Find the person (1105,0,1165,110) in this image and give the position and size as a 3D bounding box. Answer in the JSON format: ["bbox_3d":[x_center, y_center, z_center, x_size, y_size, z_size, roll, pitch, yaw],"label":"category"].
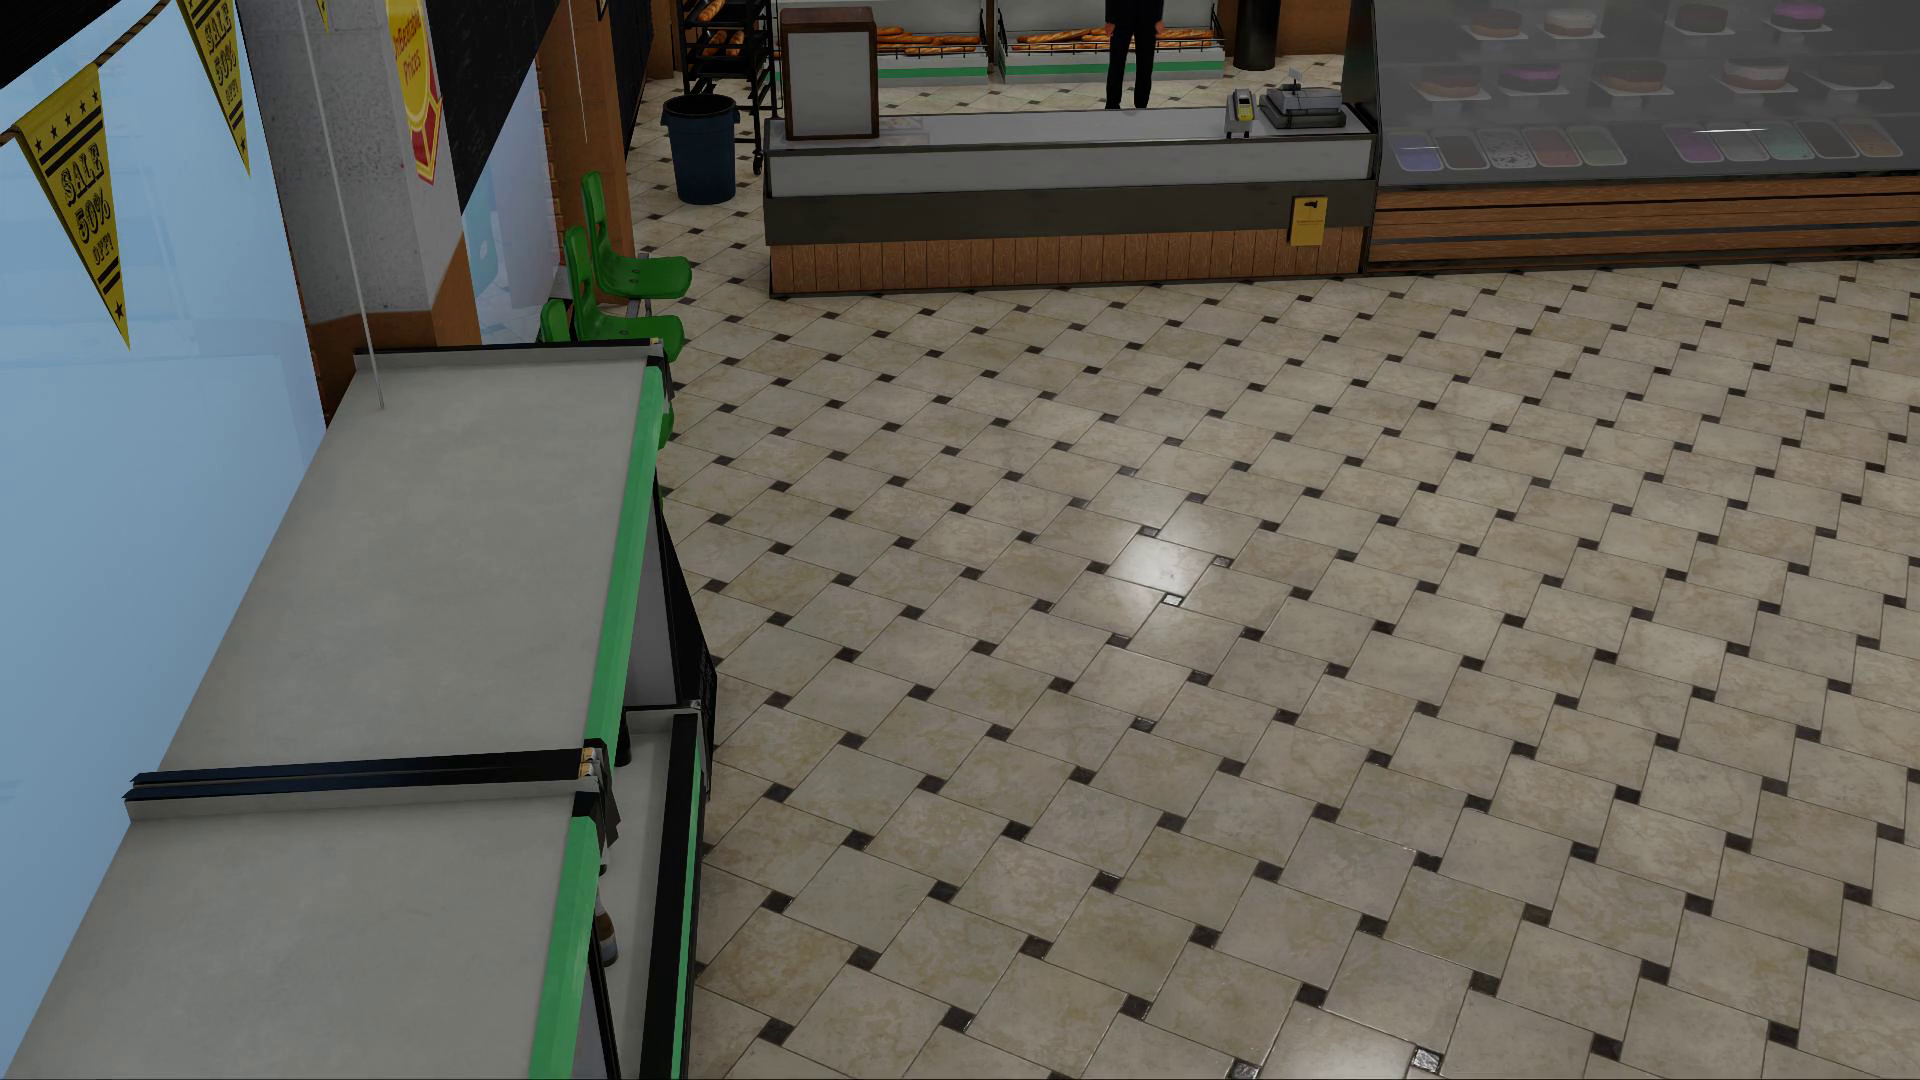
[{"bbox_3d":[1.419,-4.242,13.471,0.629,1.867,0.561,-3,32,-5],"label":"person"}]
